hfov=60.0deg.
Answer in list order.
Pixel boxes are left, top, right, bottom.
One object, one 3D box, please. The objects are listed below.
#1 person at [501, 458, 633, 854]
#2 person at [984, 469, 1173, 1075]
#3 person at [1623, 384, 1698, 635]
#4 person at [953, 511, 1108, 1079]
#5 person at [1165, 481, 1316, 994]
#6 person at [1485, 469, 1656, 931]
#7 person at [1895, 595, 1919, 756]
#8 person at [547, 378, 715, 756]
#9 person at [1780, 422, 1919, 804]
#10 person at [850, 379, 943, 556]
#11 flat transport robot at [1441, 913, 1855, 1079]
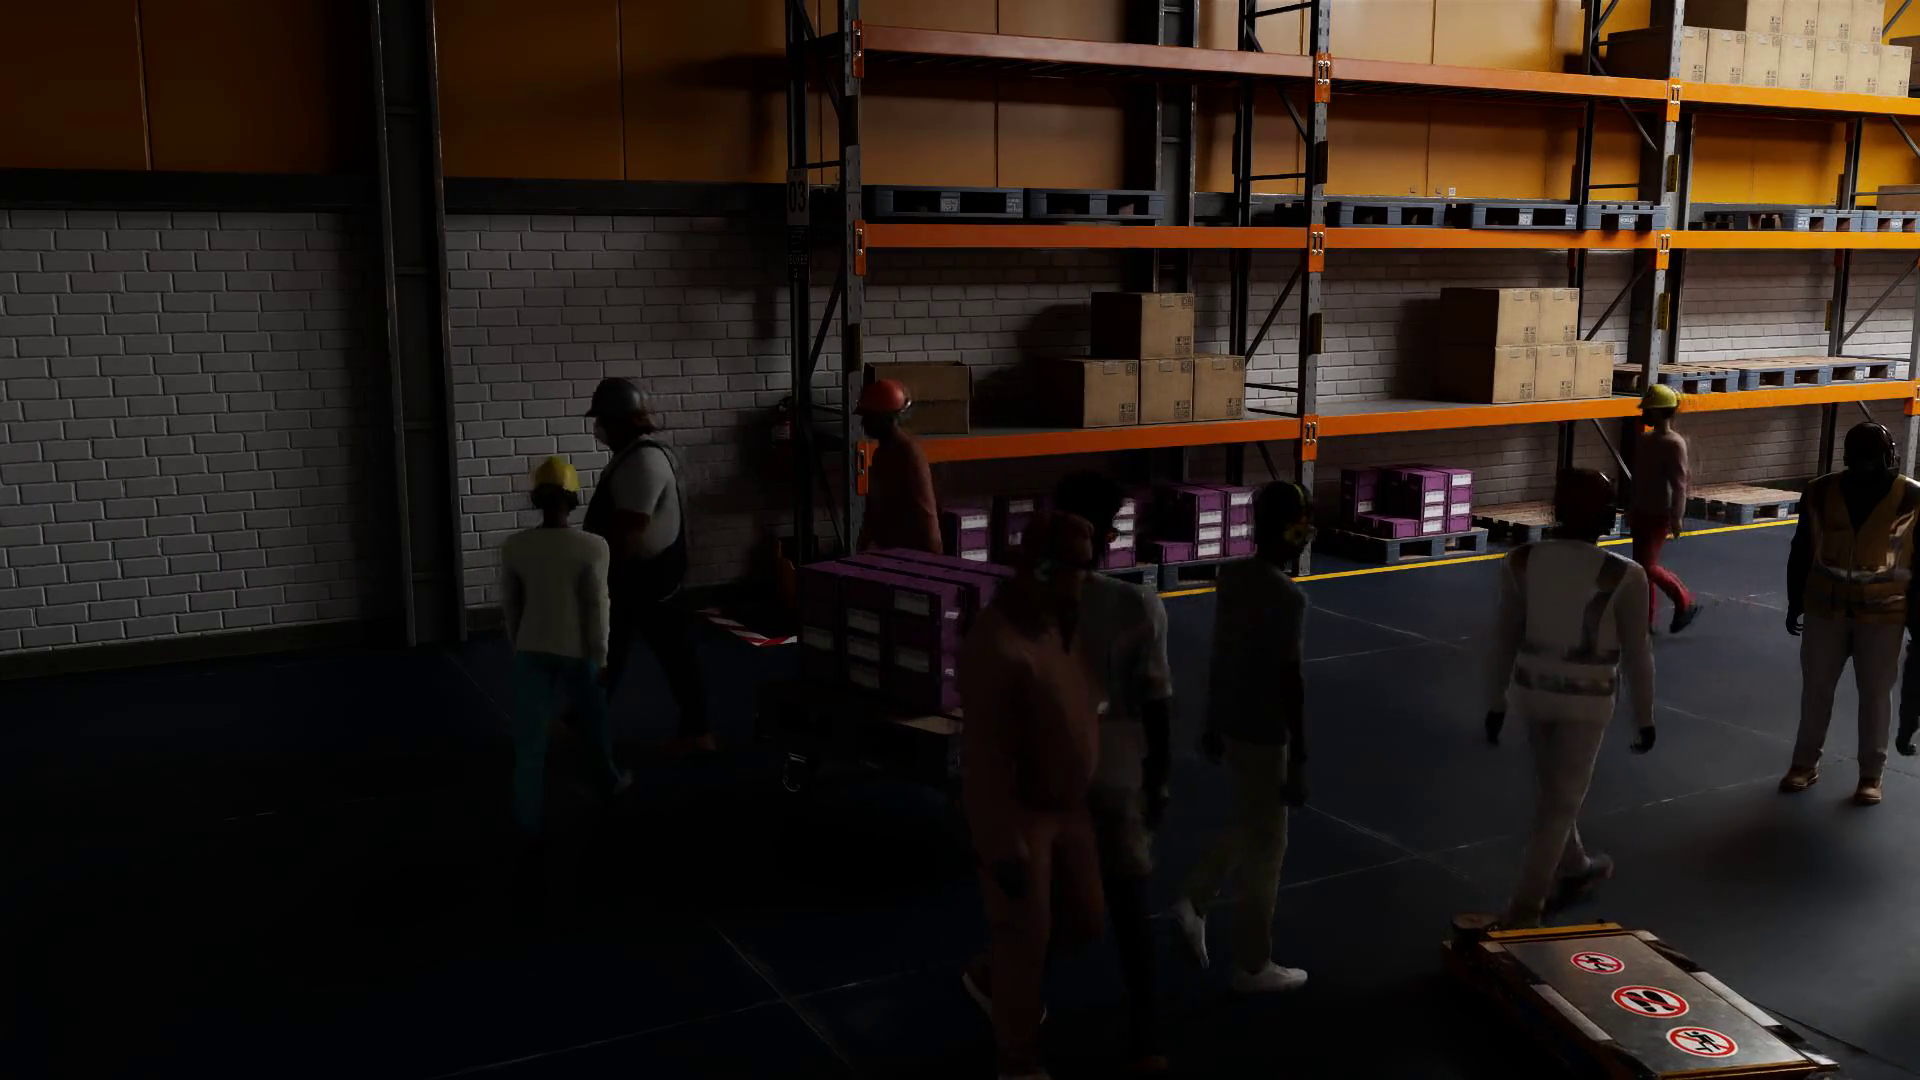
[{"bbox_3d":[-1.806,0.488,7.560,0.532,1.714,0.914,1,10,7],"label":"person"},{"bbox_3d":[0.352,0.749,5.363,0.726,1.961,0.590,2,10,13],"label":"person"},{"bbox_3d":[4.765,-0.190,11.370,0.431,1.754,0.530,0,10,-2],"label":"person"},{"bbox_3d":[0.186,0.832,5.128,0.497,1.881,0.657,6,12,33],"label":"person"},{"bbox_3d":[1.023,0.707,5.935,0.535,1.843,0.632,-4,11,-24],"label":"person"},{"bbox_3d":[2.362,0.633,6.433,1.031,1.824,0.580,-9,13,-42],"label":"person"},{"bbox_3d":[3.865,0.744,6.397,0.371,1.607,0.531,-3,10,-15],"label":"person"},{"bbox_3d":[-1.773,0.139,8.646,0.992,2.000,0.698,-4,10,-20],"label":"person"},{"bbox_3d":[4.313,0.347,8.019,0.632,1.842,0.429,8,13,39],"label":"person"},{"bbox_3d":[-0.398,0.110,9.043,0.838,1.957,0.693,-3,10,-19],"label":"person"},{"bbox_3d":[2.211,1.573,5.479,0.652,0.197,1.431,-2,10,-10],"label":"flat transport robot"}]
